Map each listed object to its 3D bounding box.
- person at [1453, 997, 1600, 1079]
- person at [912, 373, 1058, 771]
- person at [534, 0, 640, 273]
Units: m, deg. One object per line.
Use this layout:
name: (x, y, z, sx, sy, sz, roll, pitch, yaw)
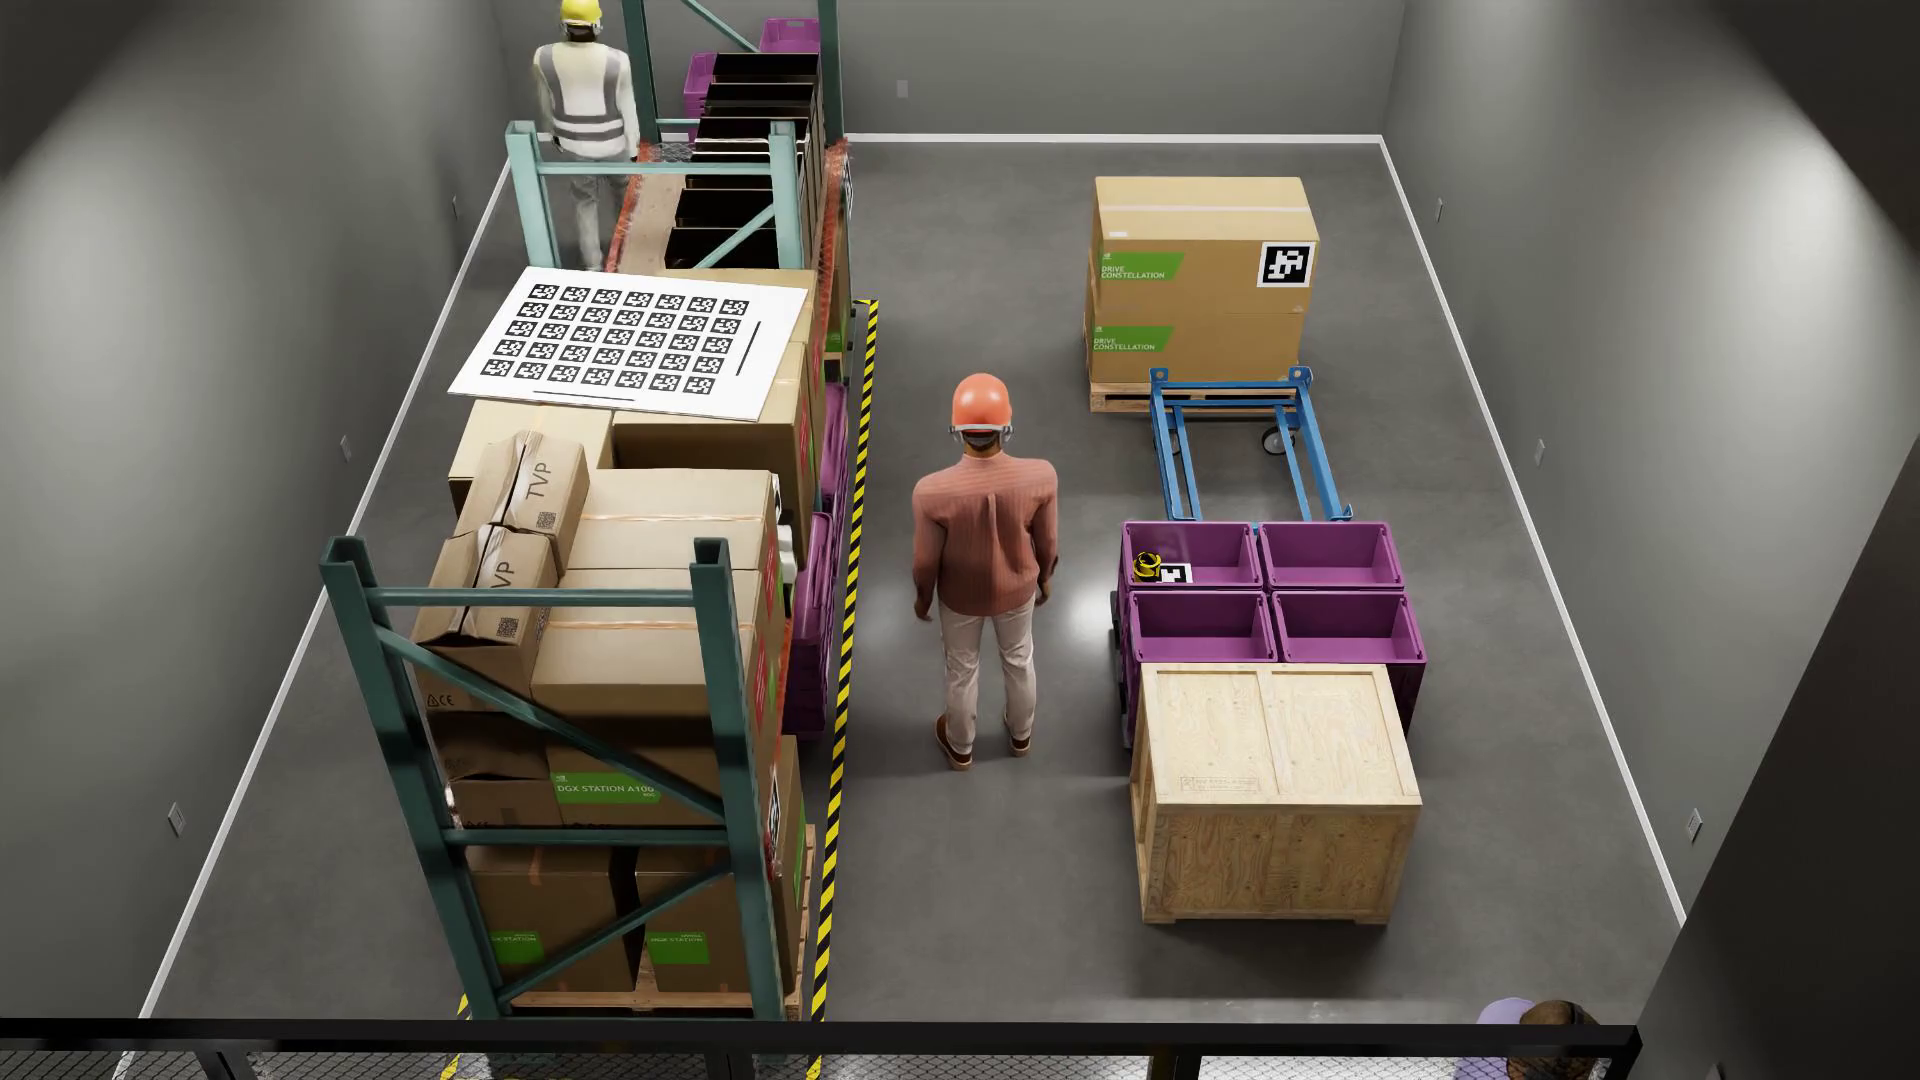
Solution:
person: (1.534, 1.944, 4.900, 0.359, 1.933, 0.635, 10, 42, 12)
person: (0.099, 0.169, 6.885, 0.608, 1.987, 0.391, -9, 42, -10)
person: (-2.202, -2.422, 9.989, 0.590, 1.794, 0.898, -3, 41, -3)
